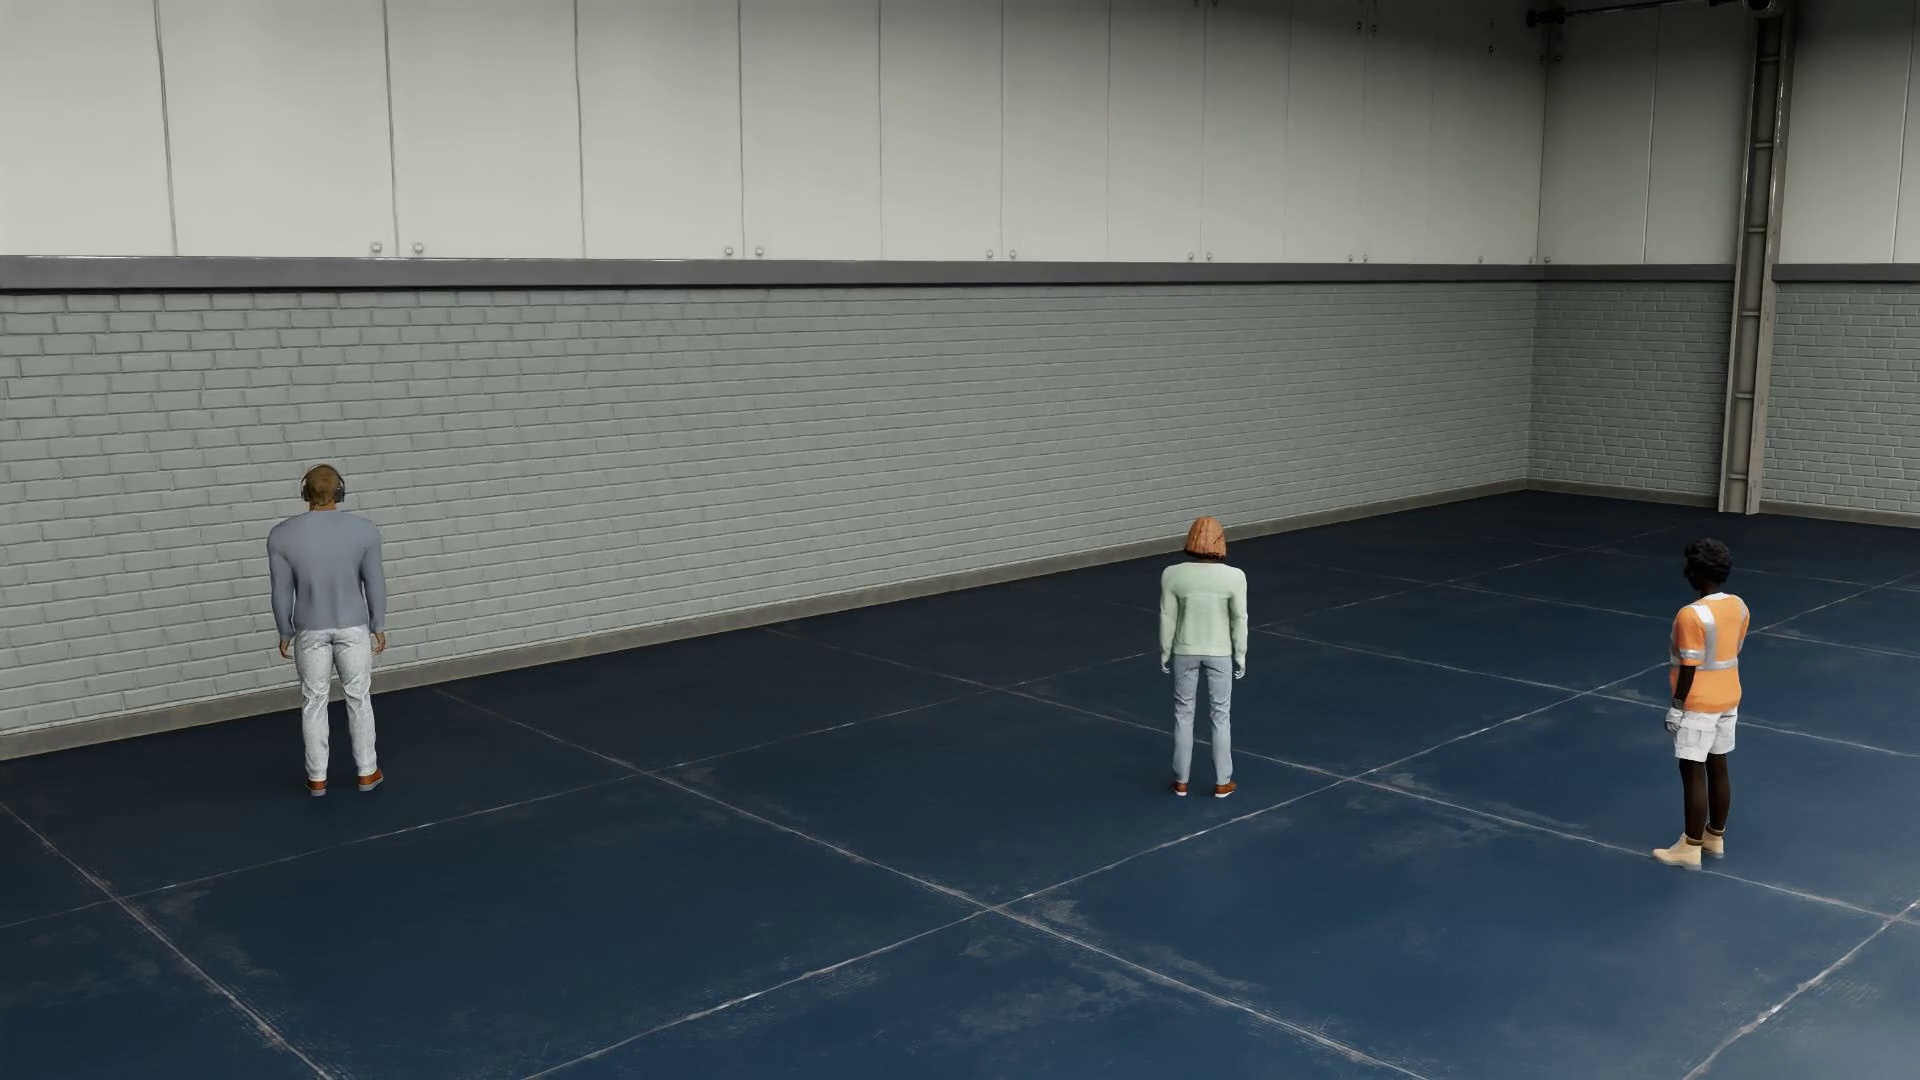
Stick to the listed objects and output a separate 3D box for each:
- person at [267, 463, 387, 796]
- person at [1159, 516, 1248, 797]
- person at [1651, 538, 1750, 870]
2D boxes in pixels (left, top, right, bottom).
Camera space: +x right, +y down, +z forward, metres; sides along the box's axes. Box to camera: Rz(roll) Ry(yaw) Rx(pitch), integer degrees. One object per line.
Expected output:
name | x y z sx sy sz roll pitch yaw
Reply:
person | -3.651 0.520 9.658 0.629 1.940 0.372 -3 10 -18
person | 1.405 0.676 9.632 0.507 1.632 0.268 2 9 12
person | 3.786 0.830 8.486 0.532 1.696 0.318 -7 12 -38
